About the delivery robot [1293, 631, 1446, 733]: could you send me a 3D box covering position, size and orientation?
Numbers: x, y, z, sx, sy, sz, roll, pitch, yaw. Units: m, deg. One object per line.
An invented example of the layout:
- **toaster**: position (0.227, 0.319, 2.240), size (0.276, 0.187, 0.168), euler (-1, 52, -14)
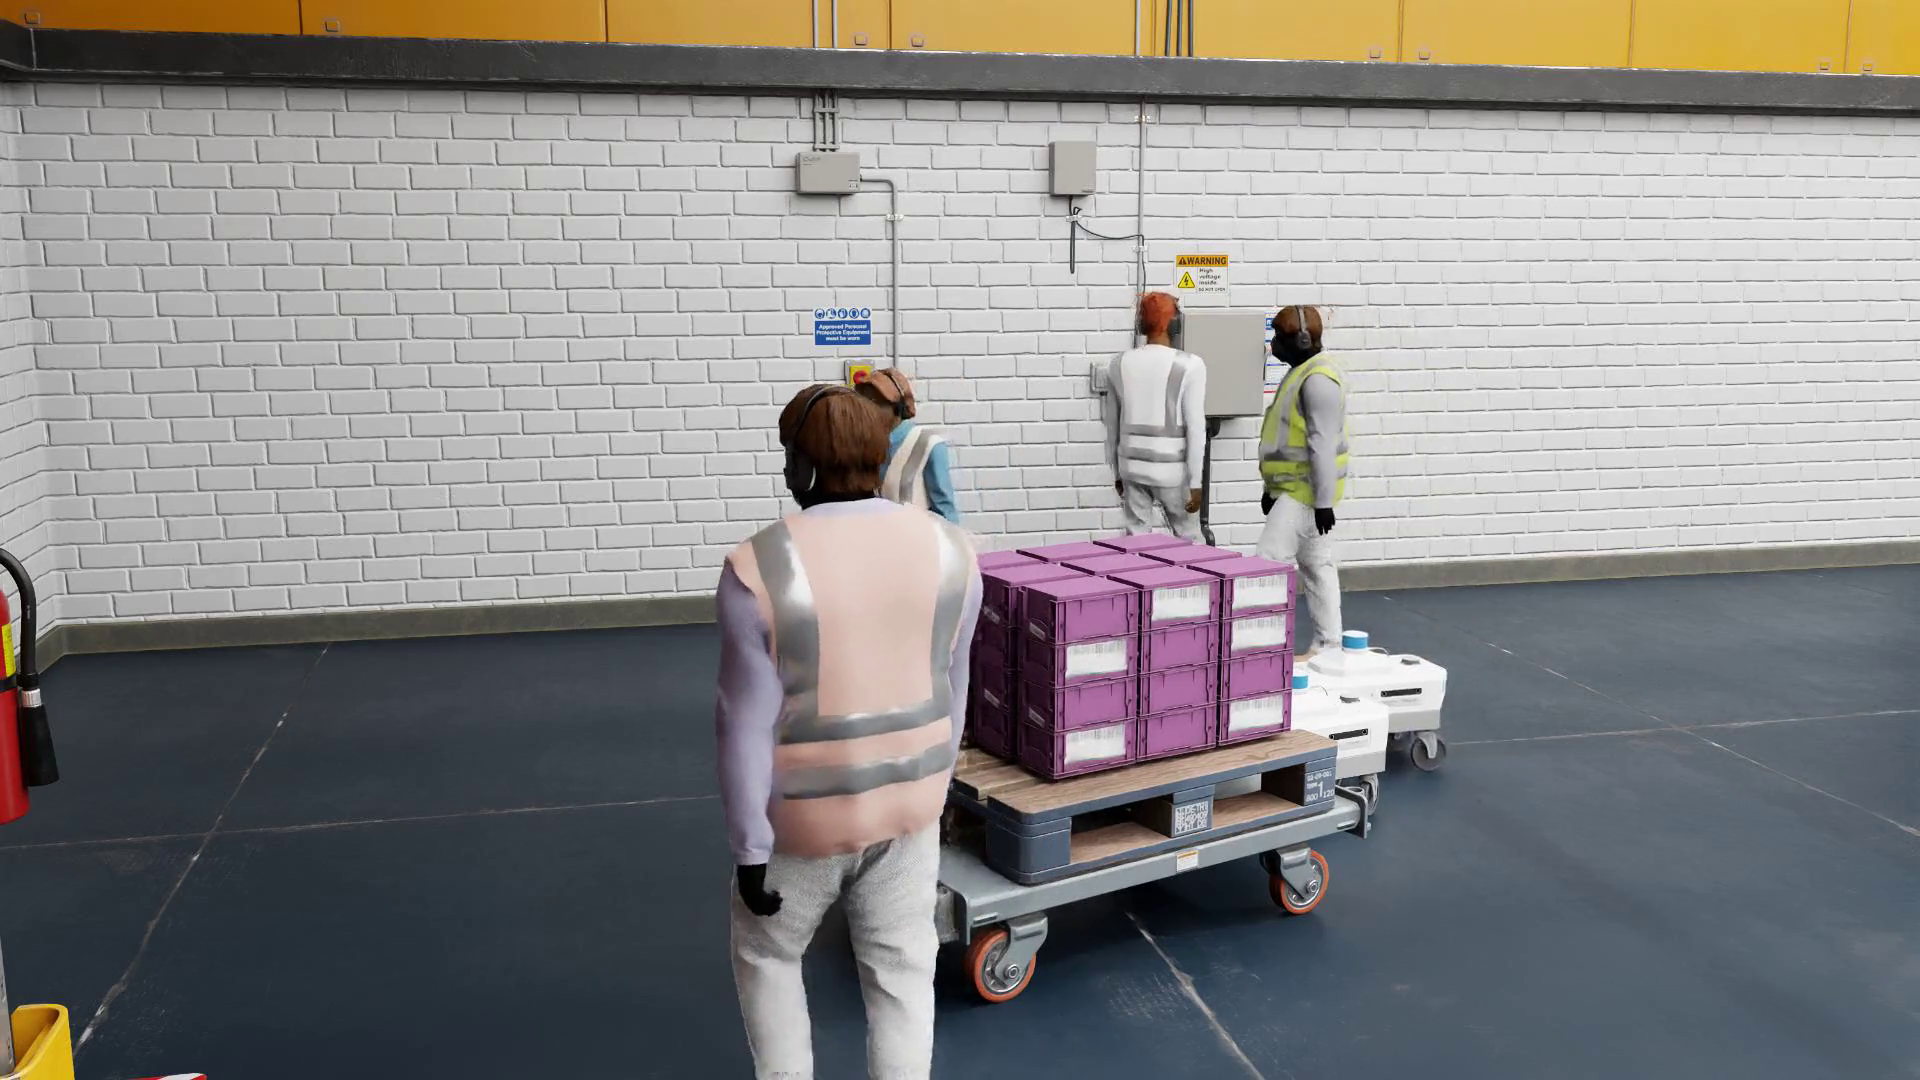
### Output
- **delivery robot**: position (1.586, 0.610, 6.710), size (0.707, 0.478, 0.477), euler (-3, 11, -16)

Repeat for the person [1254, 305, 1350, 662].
- **person**: position (1.539, -0.230, 8.118), size (0.801, 1.812, 0.664), euler (1, 10, 5)

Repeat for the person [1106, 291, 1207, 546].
- **person**: position (1.050, -0.348, 8.629), size (0.594, 1.867, 0.586), euler (7, 12, 33)

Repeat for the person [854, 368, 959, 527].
- **person**: position (-0.277, 0.116, 6.746), size (0.534, 1.617, 0.602), euler (8, 13, 39)

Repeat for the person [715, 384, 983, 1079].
- **person**: position (-0.260, 0.576, 3.618), size (0.621, 1.828, 0.551), euler (-5, 12, -27)

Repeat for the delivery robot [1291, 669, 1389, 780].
- **delivery robot**: position (1.225, 0.717, 6.117), size (0.707, 0.478, 0.477), euler (-5, 11, -26)
